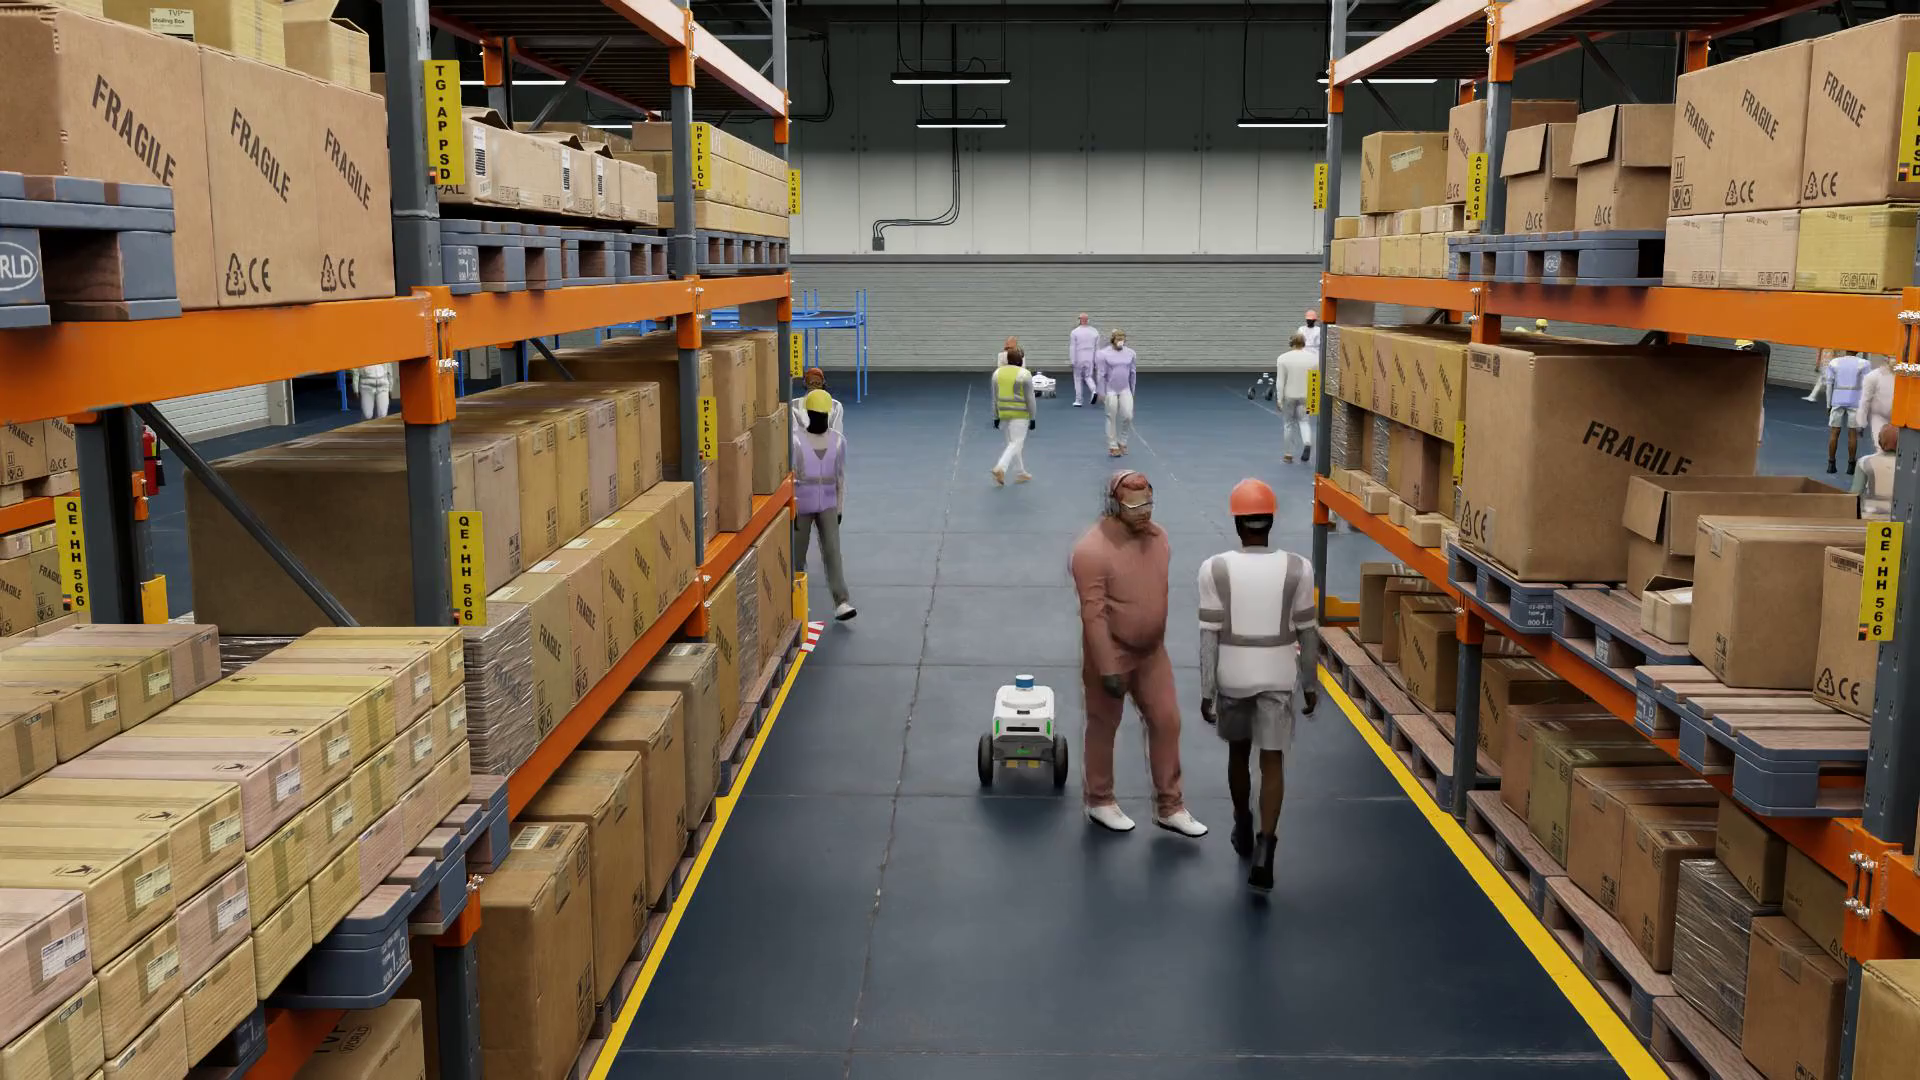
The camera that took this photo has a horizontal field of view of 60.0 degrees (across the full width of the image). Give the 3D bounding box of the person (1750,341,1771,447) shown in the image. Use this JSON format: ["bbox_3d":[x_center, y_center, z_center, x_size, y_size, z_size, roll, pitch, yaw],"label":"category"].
[{"bbox_3d":[12.465,-2.454,26.189,0.612,1.991,0.392,-5,11,-29],"label":"person"}]

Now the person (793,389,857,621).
[{"bbox_3d":[-1.158,-0.286,13.555,0.590,1.875,0.989,-4,10,-24],"label":"person"}]

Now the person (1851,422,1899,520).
[{"bbox_3d":[7.443,-0.132,13.386,0.526,1.624,0.513,5,11,29],"label":"person"}]

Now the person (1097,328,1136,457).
[{"bbox_3d":[2.356,-2.200,24.875,0.637,1.916,0.529,-2,10,-13],"label":"person"}]

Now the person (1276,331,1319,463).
[{"bbox_3d":[4.877,-2.050,24.015,0.632,1.919,0.708,-1,10,-4],"label":"person"}]

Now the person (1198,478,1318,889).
[{"bbox_3d":[1.404,0.660,7.857,0.589,1.894,0.964,1,10,8],"label":"person"}]

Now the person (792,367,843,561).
[{"bbox_3d":[-1.418,-0.738,16.242,0.576,1.882,0.355,-2,10,-14],"label":"person"}]

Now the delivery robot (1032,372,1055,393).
[{"bbox_3d":[1.707,-3.381,35.886,0.707,0.478,0.477,9,13,43],"label":"delivery robot"}]

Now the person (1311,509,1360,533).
[{"bbox_3d":[4.114,-1.029,17.920,0.939,1.897,0.650,-3,10,-18],"label":"person"}]

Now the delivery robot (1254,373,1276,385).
[{"bbox_3d":[6.518,-3.444,35.487,0.335,0.223,0.698,7,12,35],"label":"delivery robot"}]

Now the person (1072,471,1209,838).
[{"bbox_3d":[0.899,0.592,8.316,0.660,1.871,0.803,-7,12,-36],"label":"person"}]

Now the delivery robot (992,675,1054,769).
[{"bbox_3d":[0.368,1.018,9.538,0.477,0.478,0.707,1,10,3],"label":"delivery robot"}]

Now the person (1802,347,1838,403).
[{"bbox_3d":[17.841,-3.585,34.216,0.507,1.571,0.889,-6,11,-31],"label":"person"}]

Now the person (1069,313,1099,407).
[{"bbox_3d":[2.505,-3.631,33.558,0.645,1.889,0.576,-4,10,-22],"label":"person"}]

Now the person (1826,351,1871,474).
[{"bbox_3d":[12.248,-1.886,22.952,0.545,1.938,0.362,8,12,40],"label":"person"}]

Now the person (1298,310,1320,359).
[{"bbox_3d":[7.286,-3.835,34.663,0.573,1.925,0.496,6,11,30],"label":"person"}]

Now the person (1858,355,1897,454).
[{"bbox_3d":[11.561,-1.458,20.621,0.669,1.850,0.980,0,9,-1],"label":"person"}]

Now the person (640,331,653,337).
[{"bbox_3d":[-8.227,-5.412,43.889,0.537,2.000,0.679,8,12,38],"label":"person"}]

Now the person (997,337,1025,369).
[{"bbox_3d":[0.890,-2.723,28.912,0.515,1.616,0.419,-2,10,-13],"label":"person"}]

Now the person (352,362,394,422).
[{"bbox_3d":[-9.058,-2.330,25.651,0.613,1.928,0.643,-6,11,-32],"label":"person"}]

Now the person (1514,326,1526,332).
[{"bbox_3d":[10.307,-3.044,30.489,0.785,1.738,0.531,9,13,42],"label":"person"}]

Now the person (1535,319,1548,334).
[{"bbox_3d":[11.903,-3.677,34.190,0.314,1.767,0.534,-5,11,-27],"label":"person"}]

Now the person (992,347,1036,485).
[{"bbox_3d":[0.687,-1.628,21.799,0.635,1.812,0.879,8,12,40],"label":"person"}]

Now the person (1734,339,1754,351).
[{"bbox_3d":[11.714,-2.169,24.955,0.602,1.830,0.404,-5,11,-27],"label":"person"}]

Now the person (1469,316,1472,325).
[{"bbox_3d":[11.709,-4.272,37.953,0.322,1.699,0.536,-7,12,-36],"label":"person"}]
